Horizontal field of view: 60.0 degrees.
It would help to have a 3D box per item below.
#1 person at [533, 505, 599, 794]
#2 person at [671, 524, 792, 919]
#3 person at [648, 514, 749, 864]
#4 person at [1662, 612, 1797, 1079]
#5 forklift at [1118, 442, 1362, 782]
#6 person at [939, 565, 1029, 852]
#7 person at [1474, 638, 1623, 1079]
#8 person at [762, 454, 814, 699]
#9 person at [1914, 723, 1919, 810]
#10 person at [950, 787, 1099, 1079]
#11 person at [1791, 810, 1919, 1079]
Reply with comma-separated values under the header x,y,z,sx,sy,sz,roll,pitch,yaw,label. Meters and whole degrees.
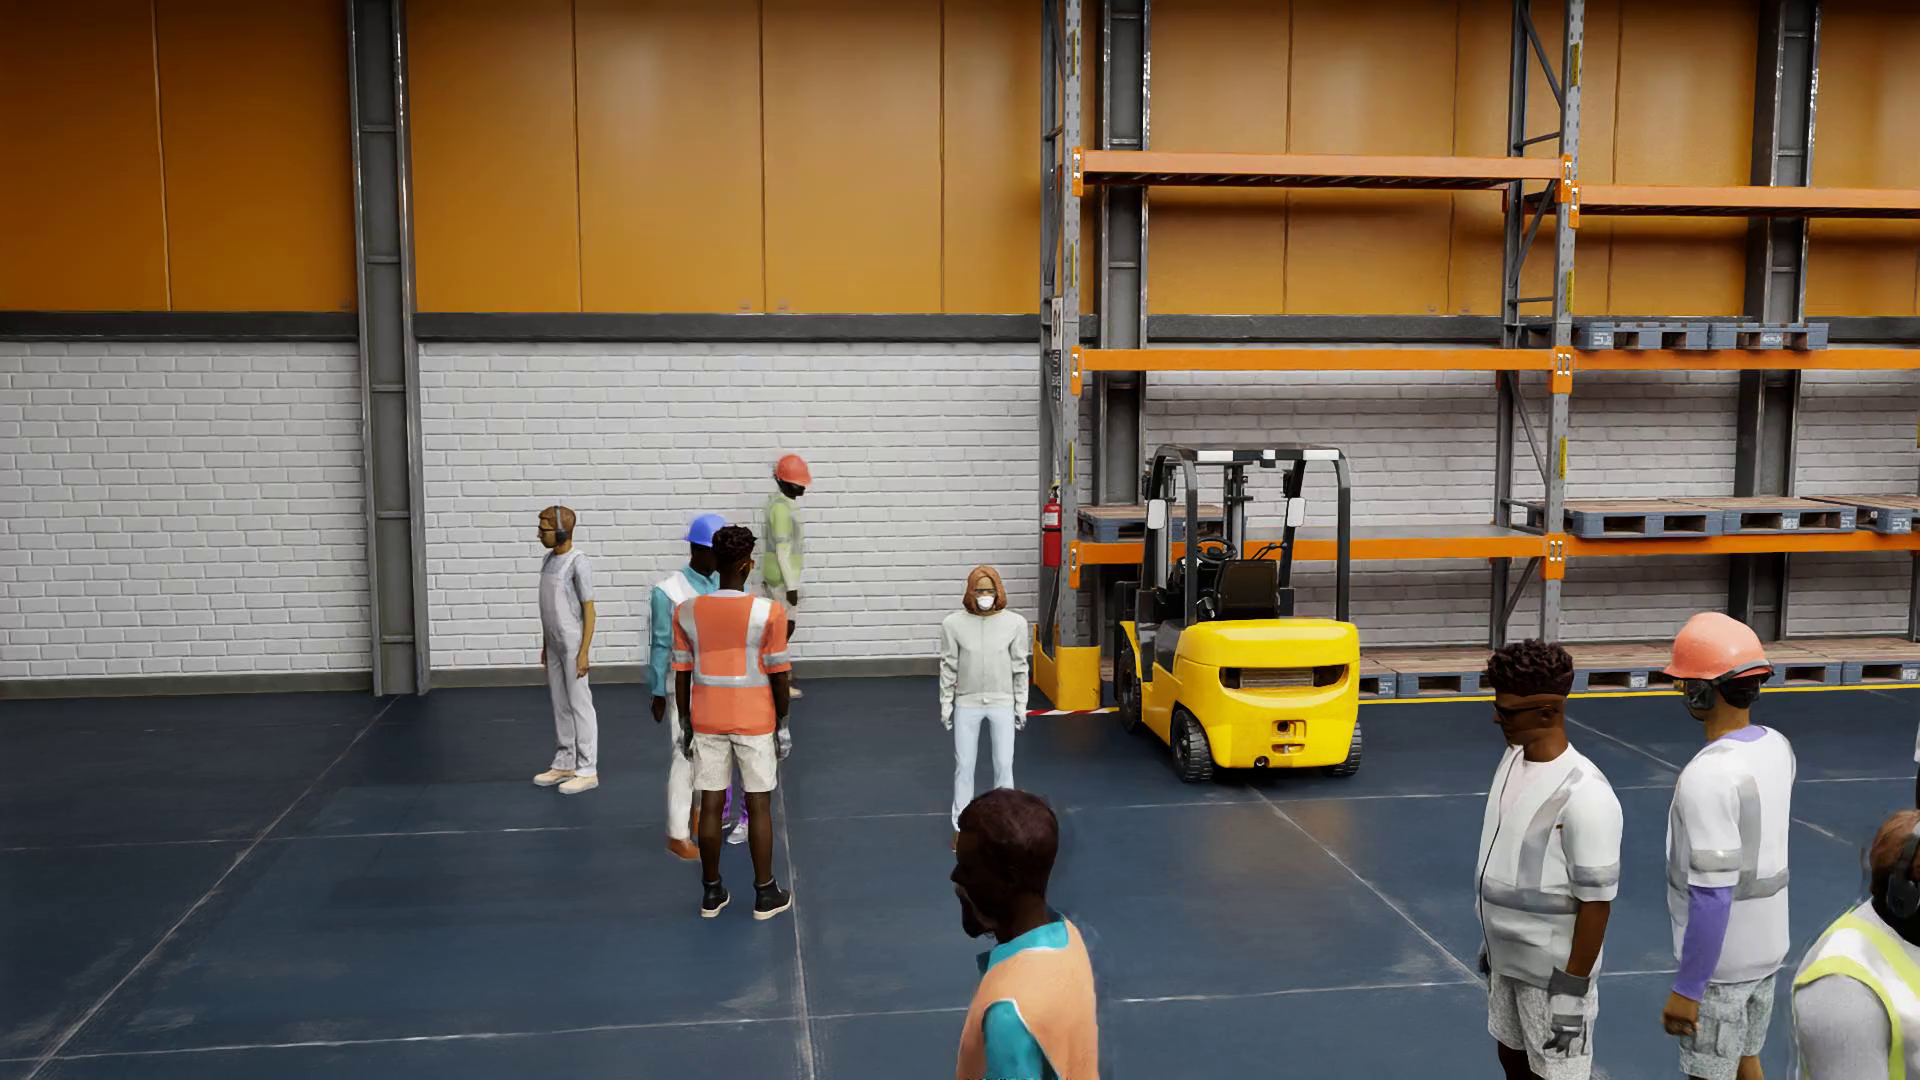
x,y,z,sx,sy,sz,roll,pitch,yaw,label
-2.520,0.691,10.632,0.339,1.842,0.507,-6,9,-43,person
-1.122,0.900,8.259,0.607,1.966,0.373,1,7,12,person
-1.447,0.802,9.321,0.630,1.917,0.625,-6,9,-40,person
2.272,1.234,5.023,0.394,2.040,0.609,6,9,43,person
1.912,0.418,11.496,1.214,2.155,2.313,-1,7,-8,forklift
0.135,0.946,9.341,0.502,1.627,0.272,0,7,-2,person
1.753,1.267,5.085,0.379,1.958,0.600,-1,7,-7,person
-1.418,0.293,13.473,0.508,1.995,0.757,0,7,-3,person
3.952,1.124,6.324,0.609,1.960,0.377,1,7,10,person
0.196,1.471,3.598,0.754,1.894,0.602,1,7,5,person
2.125,1.489,3.714,0.641,1.824,0.491,-4,8,-33,person
